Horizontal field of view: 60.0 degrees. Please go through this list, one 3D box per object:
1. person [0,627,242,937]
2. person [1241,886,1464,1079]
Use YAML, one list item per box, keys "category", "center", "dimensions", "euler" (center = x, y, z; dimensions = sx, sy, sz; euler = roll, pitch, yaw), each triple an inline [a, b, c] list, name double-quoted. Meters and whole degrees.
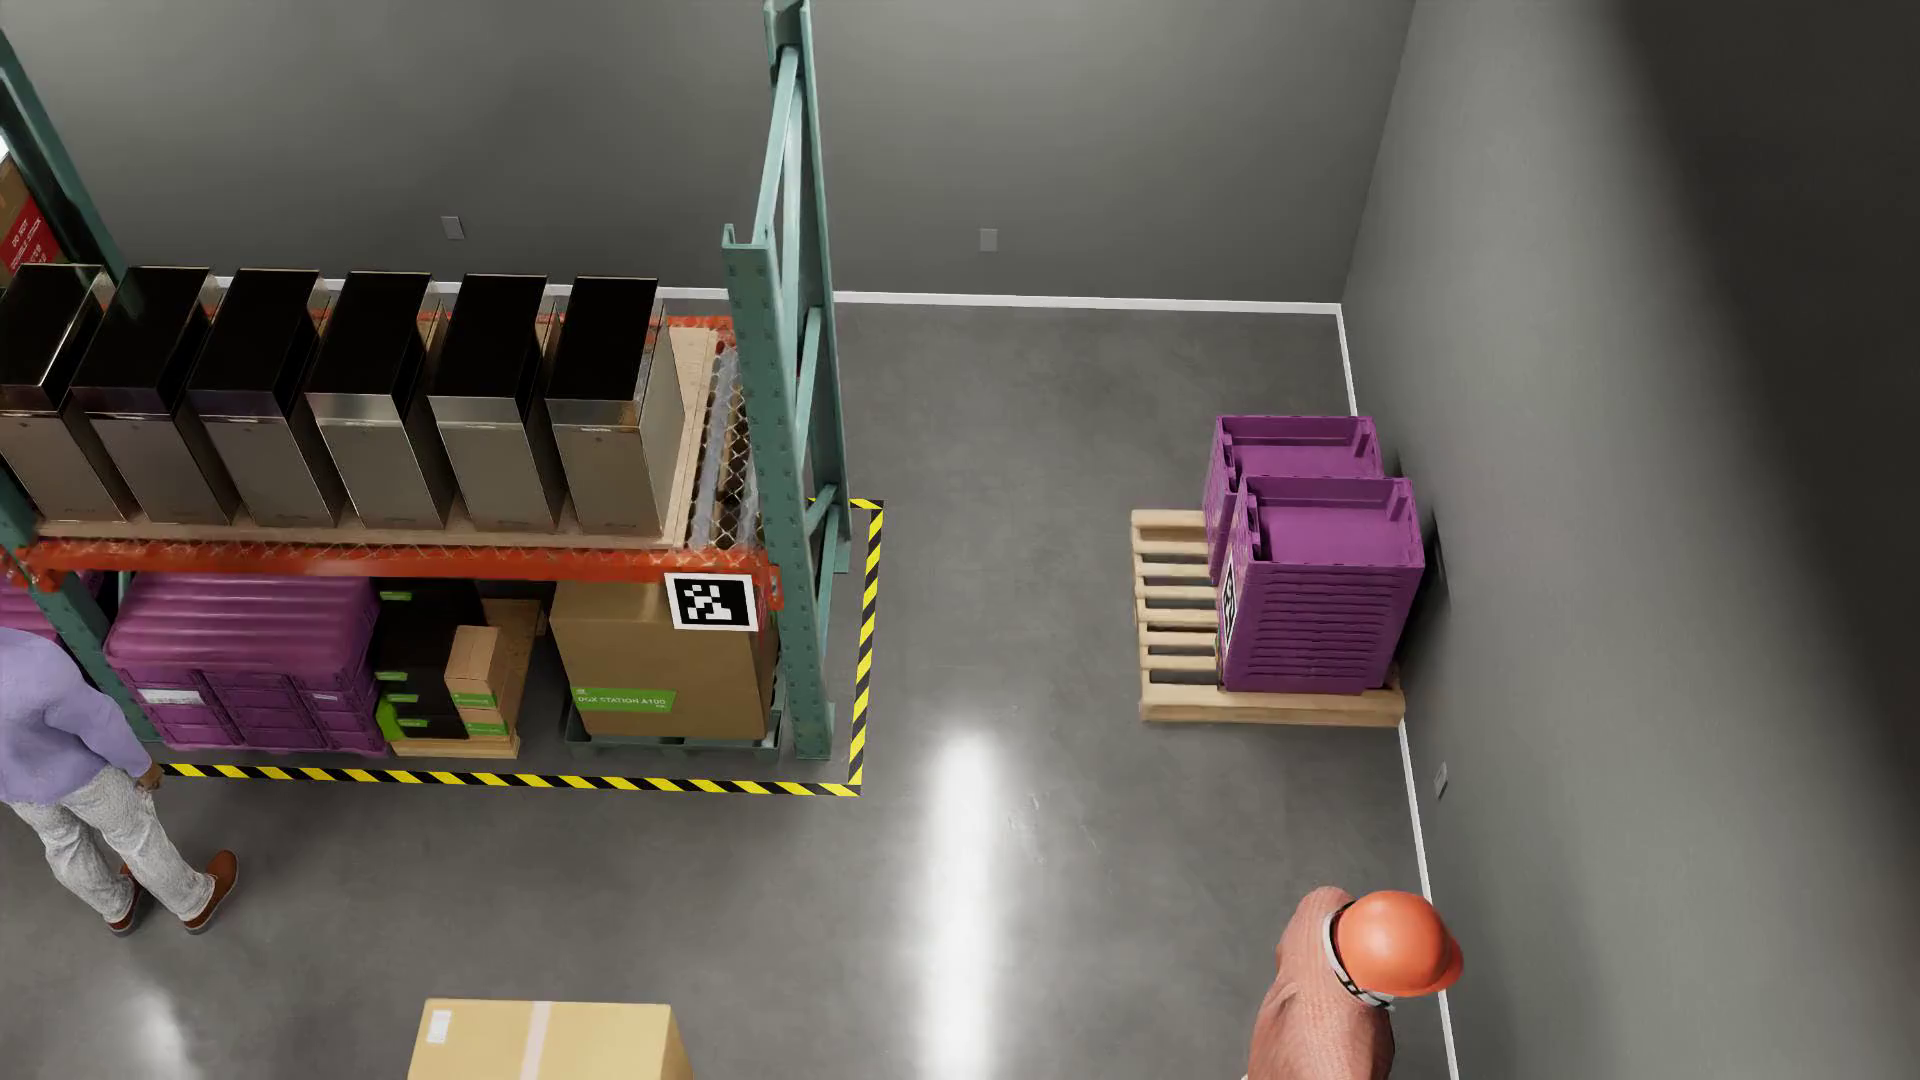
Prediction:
- category: "person"
  center: [-2.816, 0.685, 5.157]
  dimensions: [0.635, 1.937, 0.352]
  euler: [1, 52, 1]
- category: "person"
  center: [0.970, 1.464, 4.511]
  dimensions: [0.402, 1.990, 0.622]
  euler: [1, 52, 1]
